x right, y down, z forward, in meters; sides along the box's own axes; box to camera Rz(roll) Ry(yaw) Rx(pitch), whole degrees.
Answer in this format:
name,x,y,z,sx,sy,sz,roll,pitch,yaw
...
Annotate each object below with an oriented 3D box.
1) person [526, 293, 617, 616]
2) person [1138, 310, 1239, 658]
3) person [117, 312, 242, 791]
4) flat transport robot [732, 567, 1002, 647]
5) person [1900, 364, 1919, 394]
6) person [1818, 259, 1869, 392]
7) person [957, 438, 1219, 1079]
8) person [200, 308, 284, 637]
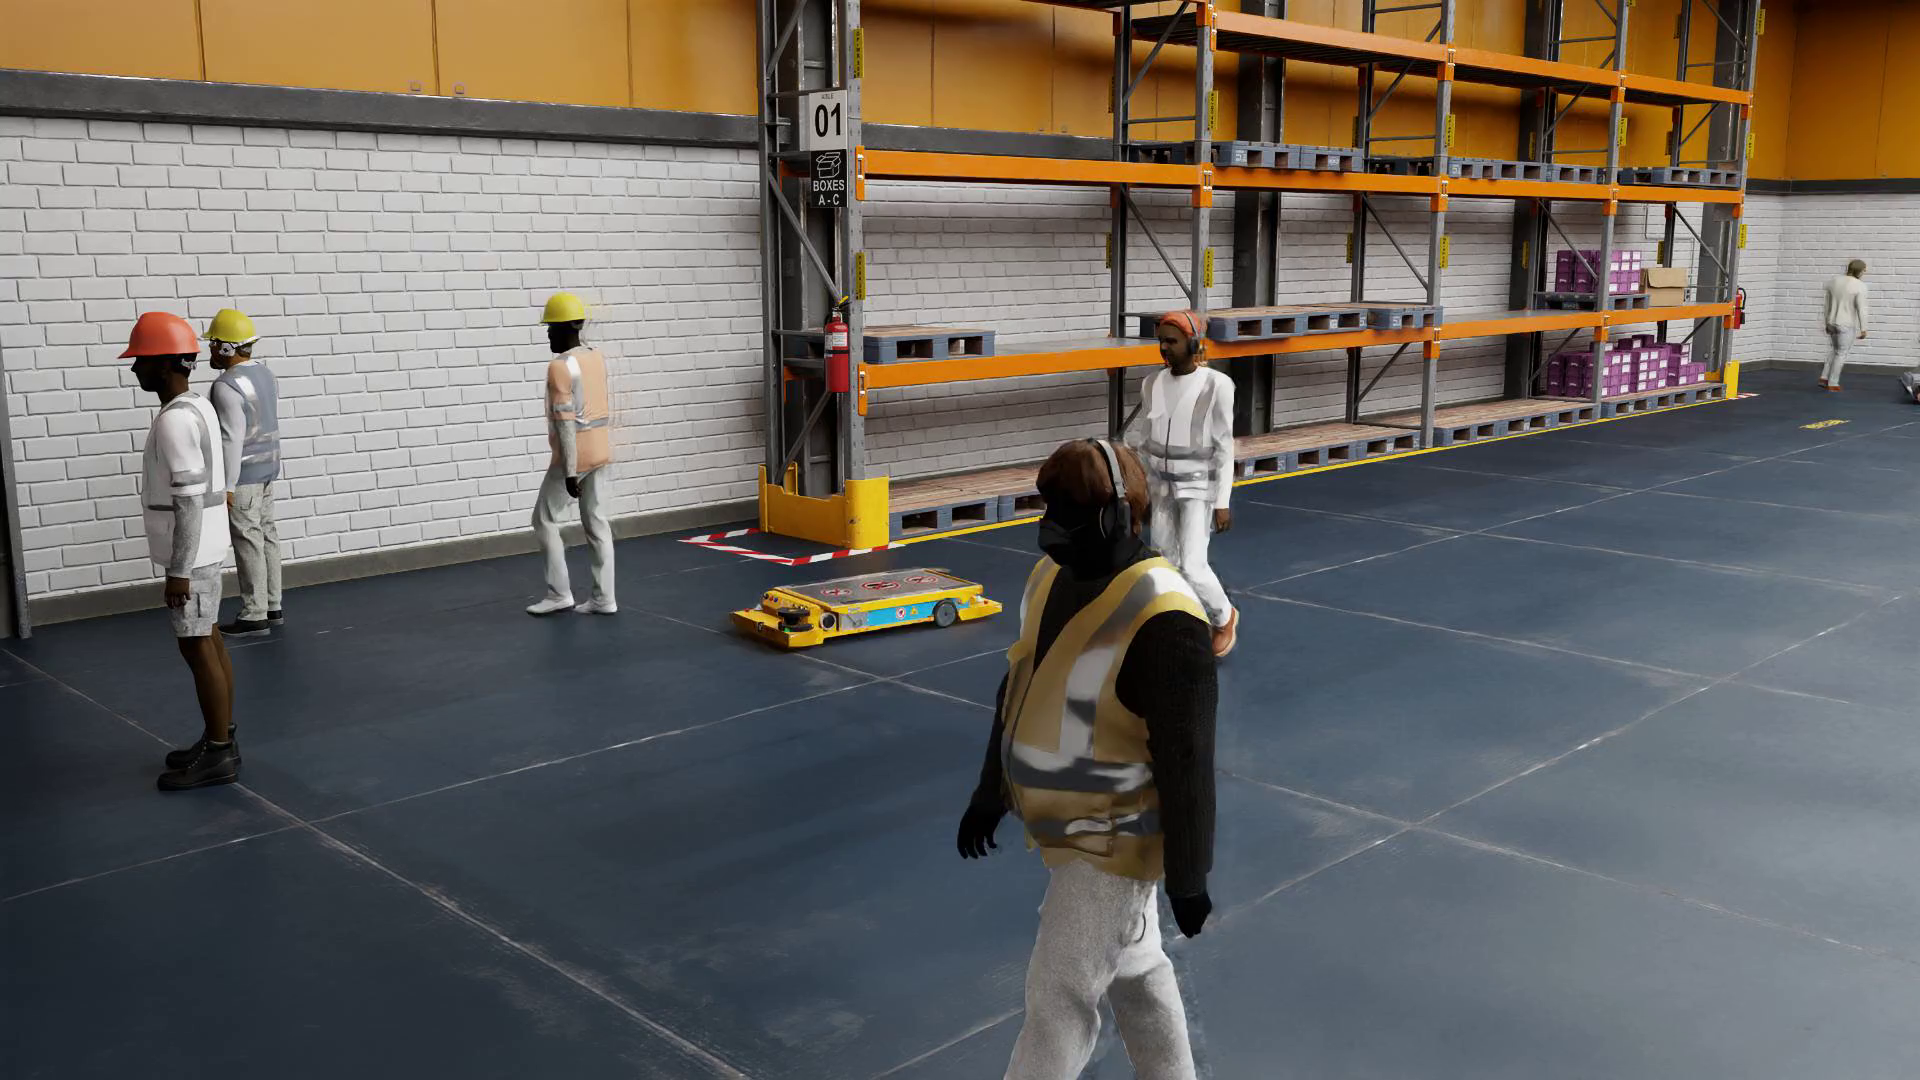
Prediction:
name,x,y,z,sx,sy,sz,roll,pitch,yaw
person,-2.320,-0.490,9.787,0.666,1.904,0.597,4,11,21
person,1.175,-0.240,8.517,0.517,1.870,0.591,-10,14,-44
person,-3.166,0.047,6.770,0.356,1.936,0.551,-3,11,-17
flat transport robot,-0.524,0.366,9.579,1.431,0.197,0.652,-7,13,-35
person,13.716,-2.966,23.398,0.834,1.879,0.587,1,10,5
person,12.620,-3.045,23.735,0.437,1.906,0.671,-3,11,-17
person,0.206,0.672,3.740,0.939,1.798,0.631,-3,11,-18
person,-4.038,-0.376,9.351,0.403,1.837,0.591,0,10,-3
